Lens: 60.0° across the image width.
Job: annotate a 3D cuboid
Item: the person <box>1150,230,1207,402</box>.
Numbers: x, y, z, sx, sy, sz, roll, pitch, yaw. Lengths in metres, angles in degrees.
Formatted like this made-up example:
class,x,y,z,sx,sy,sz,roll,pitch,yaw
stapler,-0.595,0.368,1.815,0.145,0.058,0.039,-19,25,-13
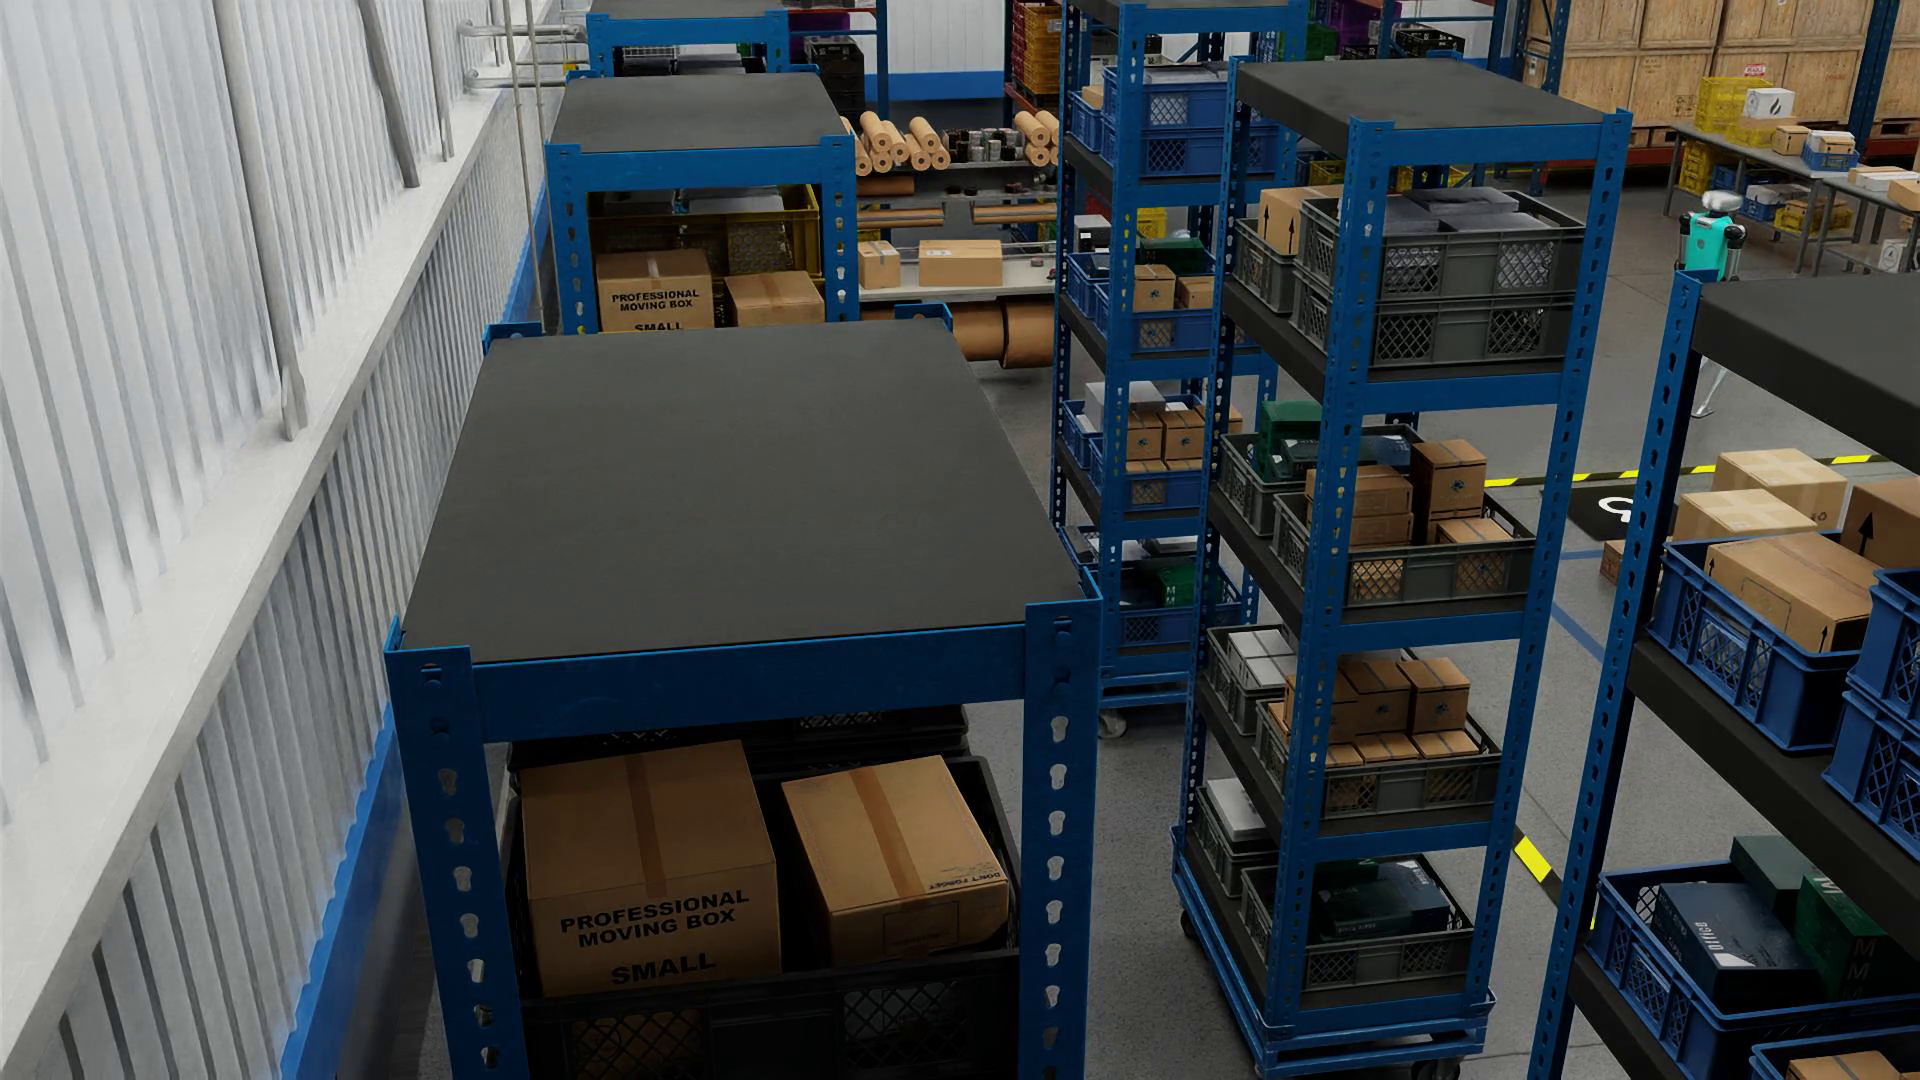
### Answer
class,x,y,z,sx,sy,sz,roll,pitch,yaw
person,1.409,-1.106,10.809,0.588,1.852,0.372,-4,25,-8

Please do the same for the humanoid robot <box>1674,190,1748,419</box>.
class,x,y,z,sx,sy,sz,roll,pitch,yaw
humanoid robot,5.563,-1.738,12.155,0.735,1.680,0.533,-12,27,-24
